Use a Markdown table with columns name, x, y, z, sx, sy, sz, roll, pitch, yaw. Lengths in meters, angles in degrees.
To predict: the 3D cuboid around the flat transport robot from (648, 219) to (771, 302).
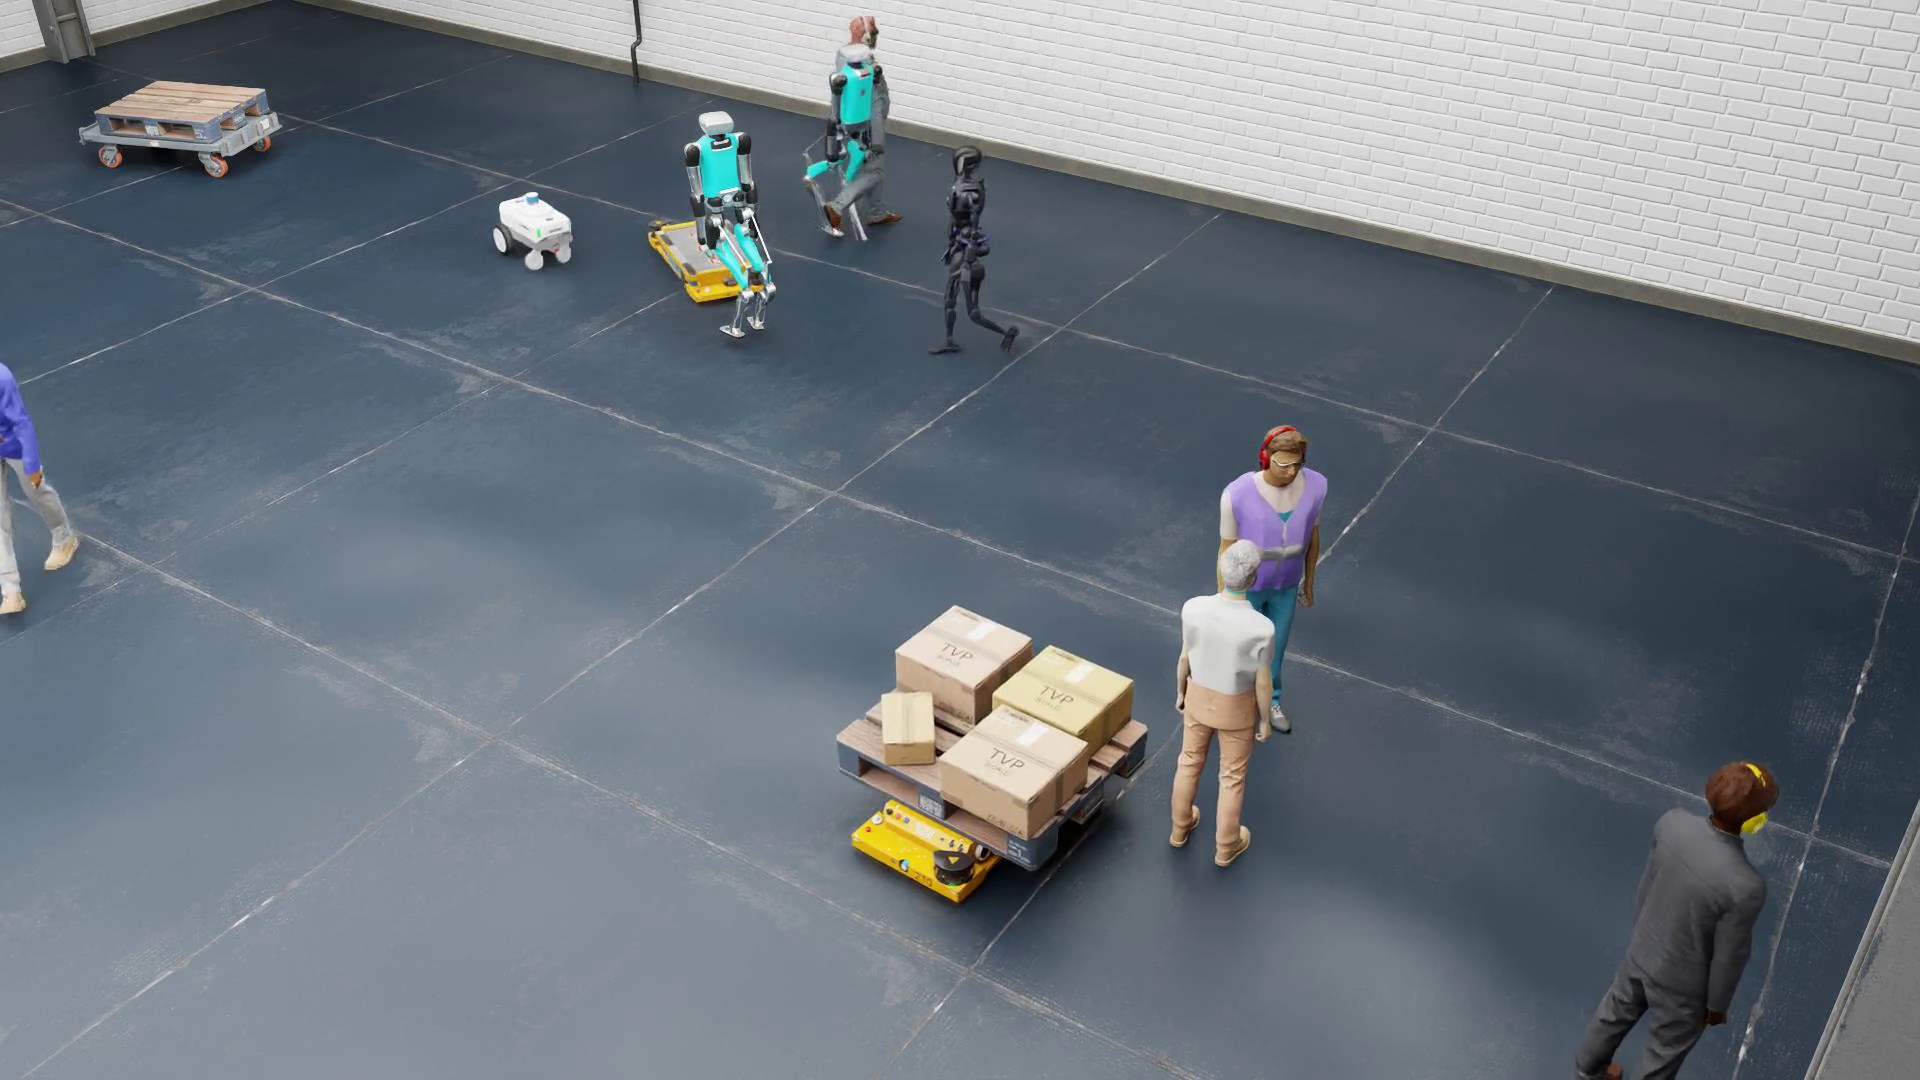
| name | x | y | z | sx | sy | sz | roll | pitch | yaw |
| --- | --- | --- | --- | --- | --- | --- | --- | --- | --- |
| flat transport robot | -2.112 | -2.384 | 13.966 | 0.659 | 0.231 | 1.431 | -14 | 35 | -20 |

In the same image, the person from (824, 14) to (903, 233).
| name | x | y | z | sx | sy | sz | roll | pitch | yaw |
| --- | --- | --- | --- | --- | --- | --- | --- | --- | --- |
| person | -0.849 | -3.545 | 14.279 | 0.747 | 1.884 | 0.642 | -14 | 35 | -21 |

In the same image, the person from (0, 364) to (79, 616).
| name | x | y | z | sx | sy | sz | roll | pitch | yaw |
| --- | --- | --- | --- | --- | --- | --- | --- | --- | --- |
| person | -5.523 | -0.464 | 9.543 | 0.477 | 1.811 | 0.992 | -3 | 33 | -5 |

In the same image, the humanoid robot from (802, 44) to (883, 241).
| name | x | y | z | sx | sy | sz | roll | pitch | yaw |
| --- | --- | --- | --- | --- | --- | --- | --- | --- | --- |
| humanoid robot | -1.057 | -3.356 | 14.162 | 0.795 | 1.805 | 0.543 | 27 | 41 | 35 |

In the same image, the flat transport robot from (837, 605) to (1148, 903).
| name | x | y | z | sx | sy | sz | roll | pitch | yaw |
| --- | --- | --- | --- | --- | --- | --- | --- | --- | --- |
| flat transport robot | 0.160 | 1.219 | 8.359 | 0.659 | 0.231 | 1.431 | 22 | 39 | 30 |

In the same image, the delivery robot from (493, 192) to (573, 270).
| name | x | y | z | sx | sy | sz | roll | pitch | yaw |
| --- | --- | --- | --- | --- | --- | --- | --- | --- | --- |
| delivery robot | -3.628 | -2.653 | 14.136 | 0.524 | 0.612 | 0.783 | -25 | 40 | -34 |

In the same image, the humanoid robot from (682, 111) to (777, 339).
| name | x | y | z | sx | sy | sz | roll | pitch | yaw |
| --- | --- | --- | --- | --- | --- | --- | --- | --- | --- |
| humanoid robot | -1.634 | -2.276 | 12.316 | 0.533 | 1.677 | 0.735 | -20 | 38 | -28 |

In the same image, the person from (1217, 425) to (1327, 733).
| name | x | y | z | sx | sy | sz | roll | pitch | yaw |
| --- | --- | --- | --- | --- | --- | --- | --- | --- | --- |
| person | 1.548 | 0.212 | 8.480 | 0.558 | 1.837 | 0.389 | -9 | 34 | -14 |

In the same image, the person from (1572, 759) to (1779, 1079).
| name | x | y | z | sx | sy | sz | roll | pitch | yaw |
| --- | --- | --- | --- | --- | --- | --- | --- | --- | --- |
| person | 2.716 | 1.596 | 6.304 | 0.365 | 1.862 | 0.497 | -12 | 35 | -18 |

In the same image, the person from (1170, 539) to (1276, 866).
| name | x | y | z | sx | sy | sz | roll | pitch | yaw |
| --- | --- | --- | --- | --- | --- | --- | --- | --- | --- |
| person | 1.224 | 0.762 | 7.712 | 0.475 | 1.738 | 0.309 | 18 | 37 | 26 |

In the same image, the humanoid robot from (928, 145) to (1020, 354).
| name | x | y | z | sx | sy | sz | roll | pitch | yaw |
| --- | --- | --- | --- | --- | --- | --- | --- | --- | --- |
| humanoid robot | 0.099 | -2.133 | 12.298 | 0.655 | 1.638 | 0.585 | -9 | 34 | -14 |
